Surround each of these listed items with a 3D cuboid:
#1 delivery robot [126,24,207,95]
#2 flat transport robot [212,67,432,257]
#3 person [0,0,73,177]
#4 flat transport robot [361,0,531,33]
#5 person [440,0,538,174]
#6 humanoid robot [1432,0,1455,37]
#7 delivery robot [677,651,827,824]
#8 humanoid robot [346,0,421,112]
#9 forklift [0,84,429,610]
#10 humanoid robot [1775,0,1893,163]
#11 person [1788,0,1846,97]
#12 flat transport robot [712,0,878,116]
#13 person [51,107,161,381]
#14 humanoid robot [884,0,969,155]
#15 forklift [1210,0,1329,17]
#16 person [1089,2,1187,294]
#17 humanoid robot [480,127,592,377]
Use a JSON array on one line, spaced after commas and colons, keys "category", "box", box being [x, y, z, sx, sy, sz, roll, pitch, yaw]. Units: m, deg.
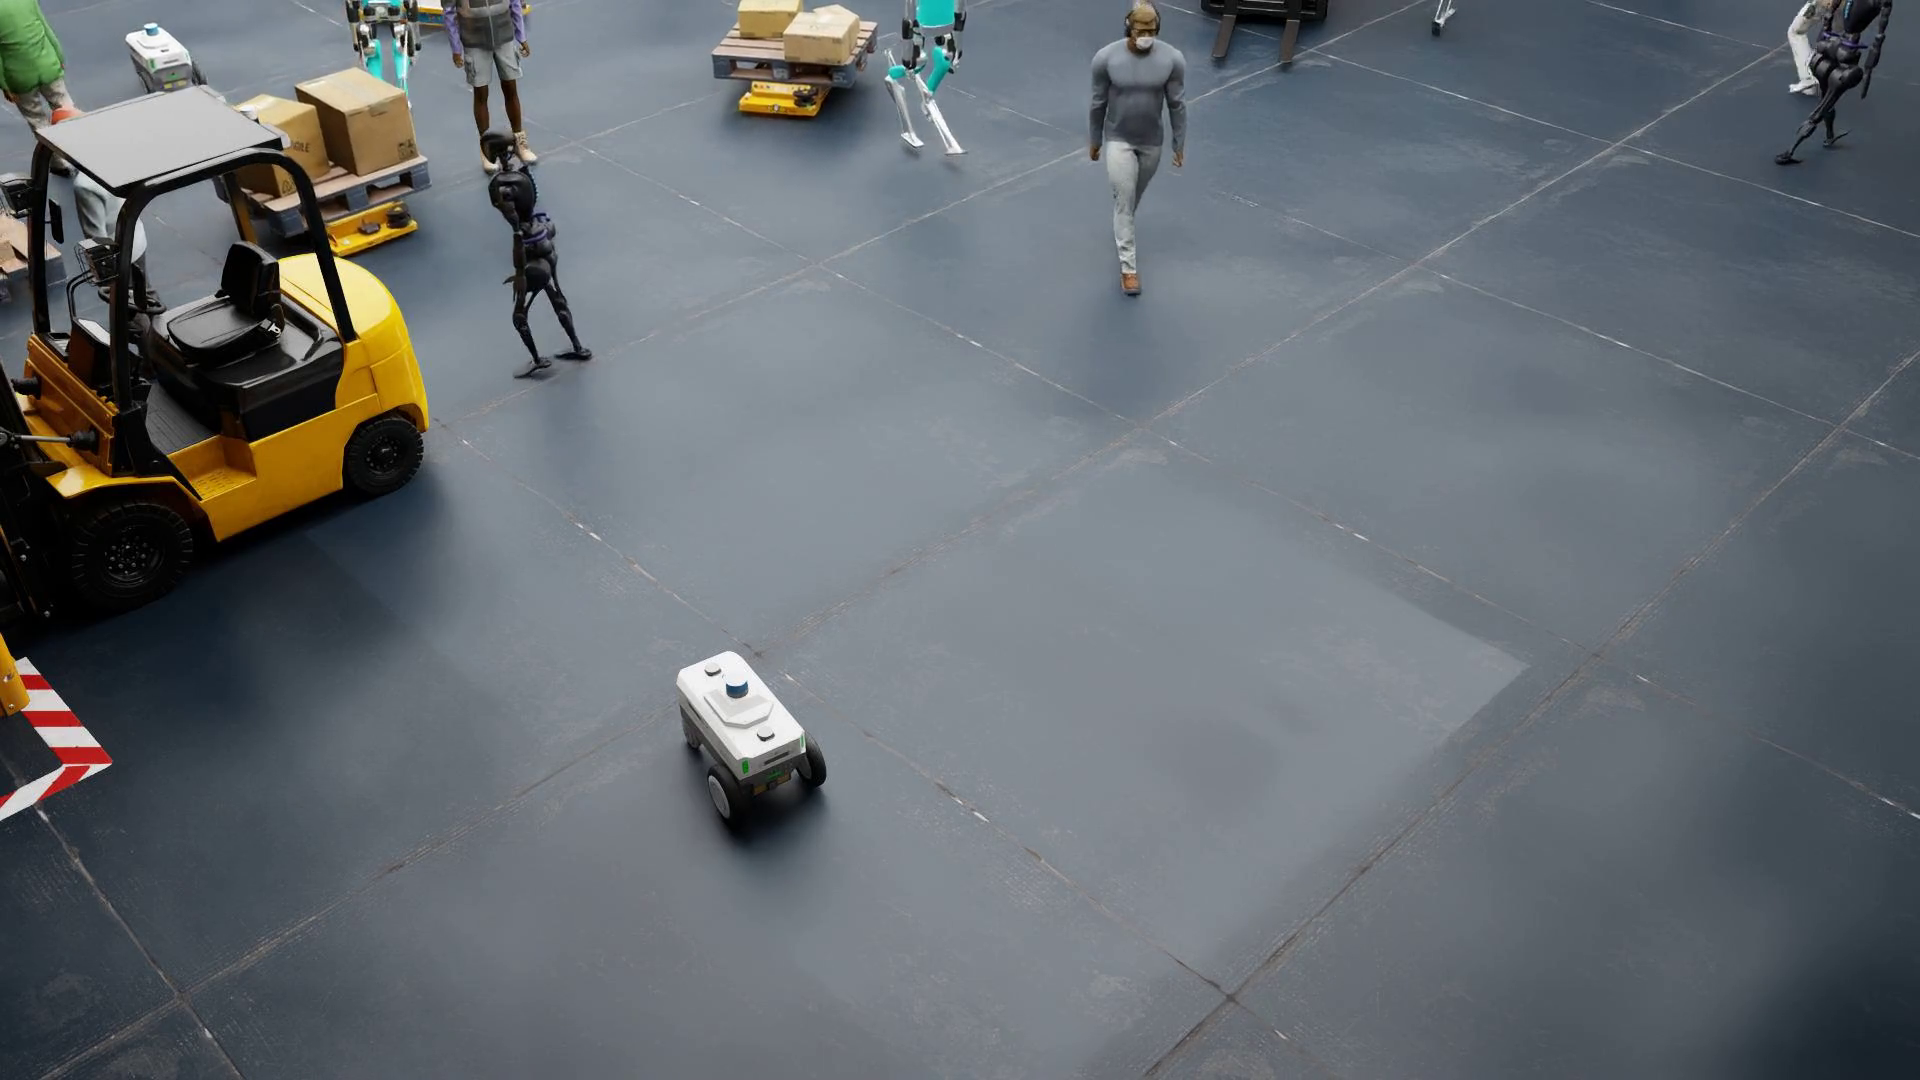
[{"category": "delivery robot", "box": [-6.862, -4.132, 14.269, 0.499, 0.570, 0.746, -25, 43, -30]}, {"category": "flat transport robot", "box": [-4.691, -2.486, 12.325, 1.431, 0.231, 0.659, 30, 46, 34]}, {"category": "person", "box": [-6.923, -3.486, 12.426, 0.650, 1.748, 0.586, 28, 45, 32]}, {"category": "flat transport robot", "box": [-4.866, -5.037, 15.740, 1.431, 0.231, 0.659, 9, 38, 12]}, {"category": "person", "box": [-3.577, -3.809, 12.612, 0.611, 2.047, 0.361, -19, 41, -24]}, {"category": "humanoid robot", "box": [4.519, -5.499, 15.145, 0.548, 1.762, 0.971, 21, 42, 26]}, {"category": "delivery robot", "box": [-0.993, 0.864, 7.602, 0.499, 0.596, 0.795, -22, 42, -26]}, {"category": "humanoid robot", "box": [-4.427, -3.733, 12.810, 0.542, 1.814, 0.812, -4, 37, -5]}, {"category": "forklift", "box": [-4.145, -1.093, 8.856, 2.313, 2.155, 1.214, -31, 47, -34]}, {"category": "humanoid robot", "box": [6.840, -3.723, 12.842, 0.809, 1.615, 0.614, -13, 39, -17]}, {"category": "person", "box": [7.250, -4.510, 13.899, 0.540, 1.626, 0.376, -16, 39, -20]}, {"category": "flat transport robot", "box": [-1.403, -4.040, 14.405, 0.659, 0.231, 1.431, 7, 37, 9]}, {"category": "person", "box": [-5.180, -1.808, 10.186, 0.345, 1.740, 0.573, -3, 37, -3]}, {"category": "humanoid robot", "box": [-0.273, -3.799, 12.838, 0.547, 1.732, 0.962, -19, 41, -24]}, {"category": "forklift", "box": [3.106, -6.400, 15.960, 1.214, 2.155, 2.313, 8, 37, 10]}, {"category": "person", "box": [1.191, -2.738, 11.310, 0.644, 1.890, 1.028, -4, 37, -5]}, {"category": "humanoid robot", "box": [-2.622, -1.775, 10.199, 0.491, 1.633, 0.600, -3, 37, -4]}]
